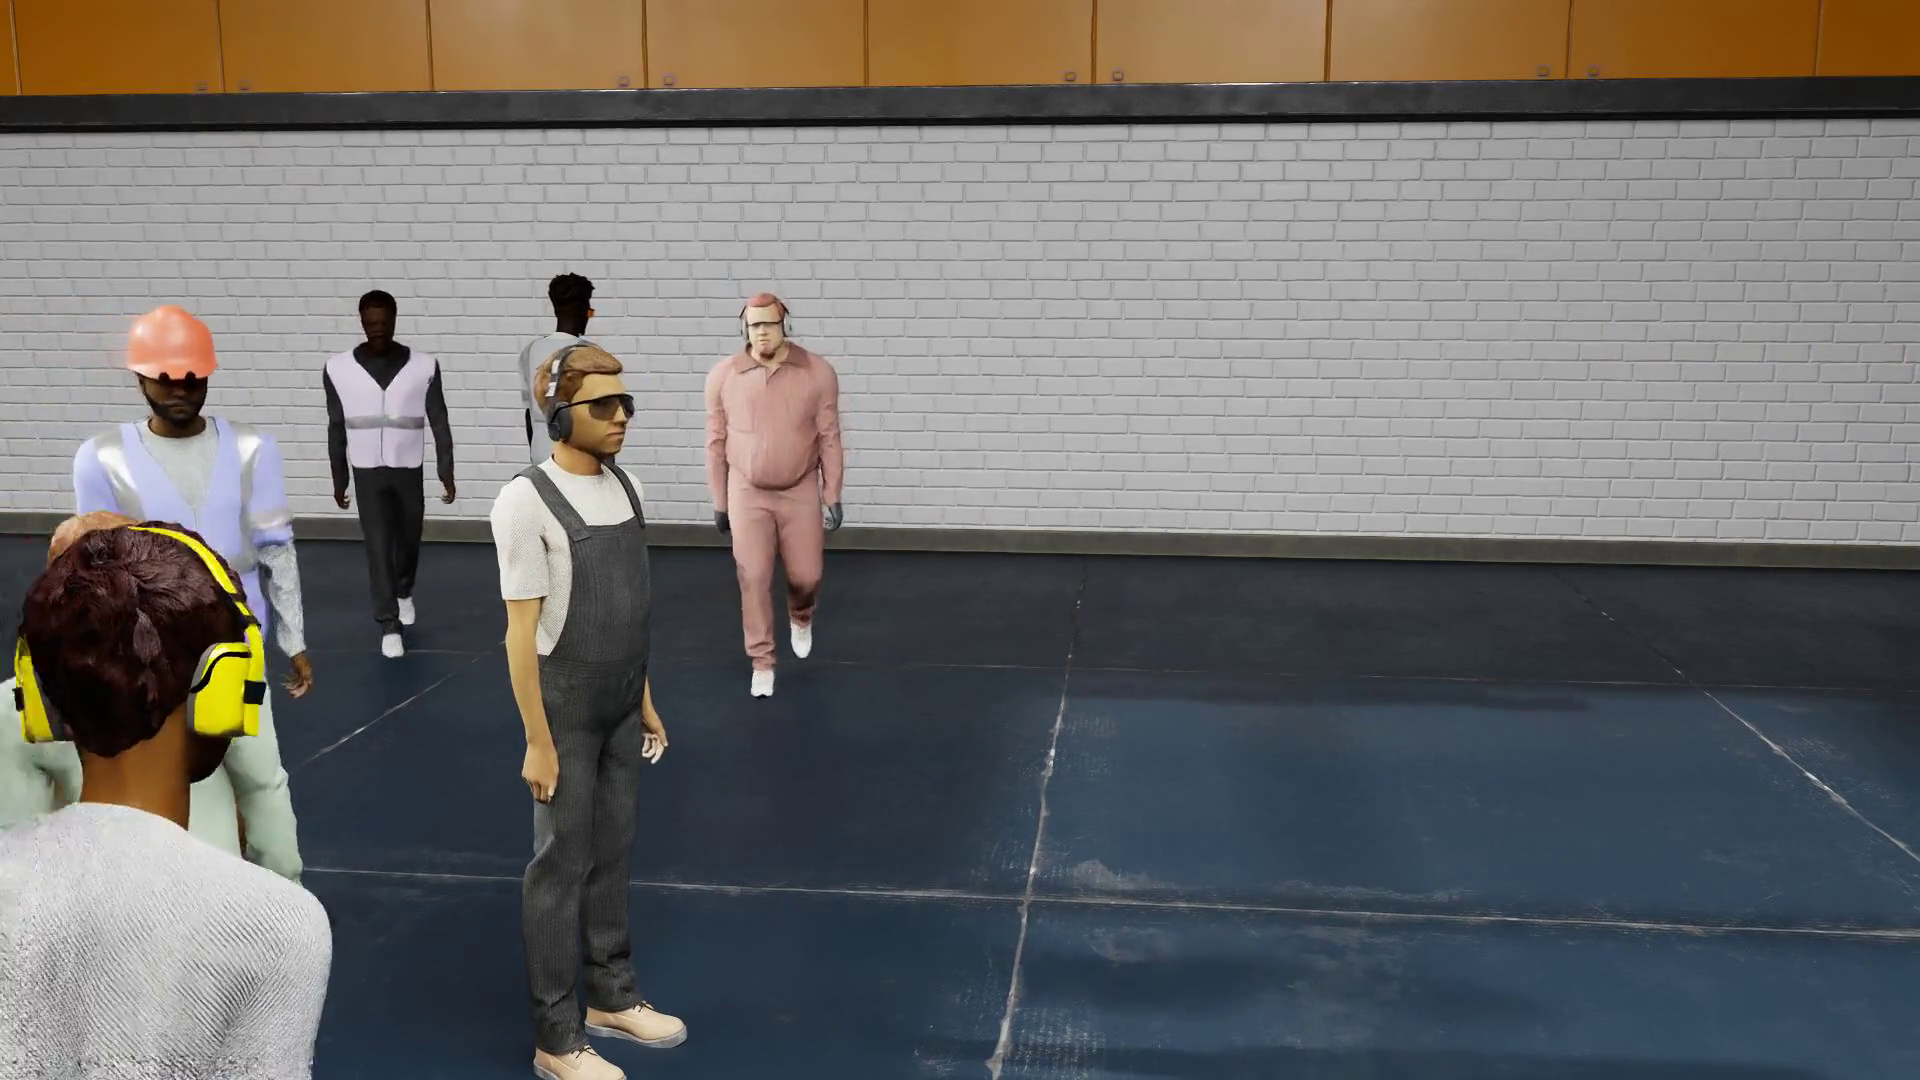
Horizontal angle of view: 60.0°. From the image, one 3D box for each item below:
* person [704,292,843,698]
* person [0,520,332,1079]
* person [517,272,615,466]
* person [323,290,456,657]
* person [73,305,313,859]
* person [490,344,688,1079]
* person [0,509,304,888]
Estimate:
[{"bbox_3d":[-0.885,-0.236,7.905,0.650,1.885,0.651,-1,10,-6],"label":"person"},{"bbox_3d":[-0.863,0.887,1.728,0.538,1.807,1.018,1,10,8],"label":"person"},{"bbox_3d":[-2.064,-0.435,8.847,0.606,1.957,0.376,6,12,32],"label":"person"},{"bbox_3d":[-3.024,-0.389,8.831,0.609,1.881,0.961,-4,11,-23],"label":"person"},{"bbox_3d":[-2.184,0.293,4.789,0.564,1.918,0.444,-8,13,-38],"label":"person"},{"bbox_3d":[-0.920,0.440,4.153,0.345,1.847,0.508,4,11,23],"label":"person"},{"bbox_3d":[-1.542,0.737,3.149,0.505,1.595,0.825,-1,10,-7],"label":"person"}]
